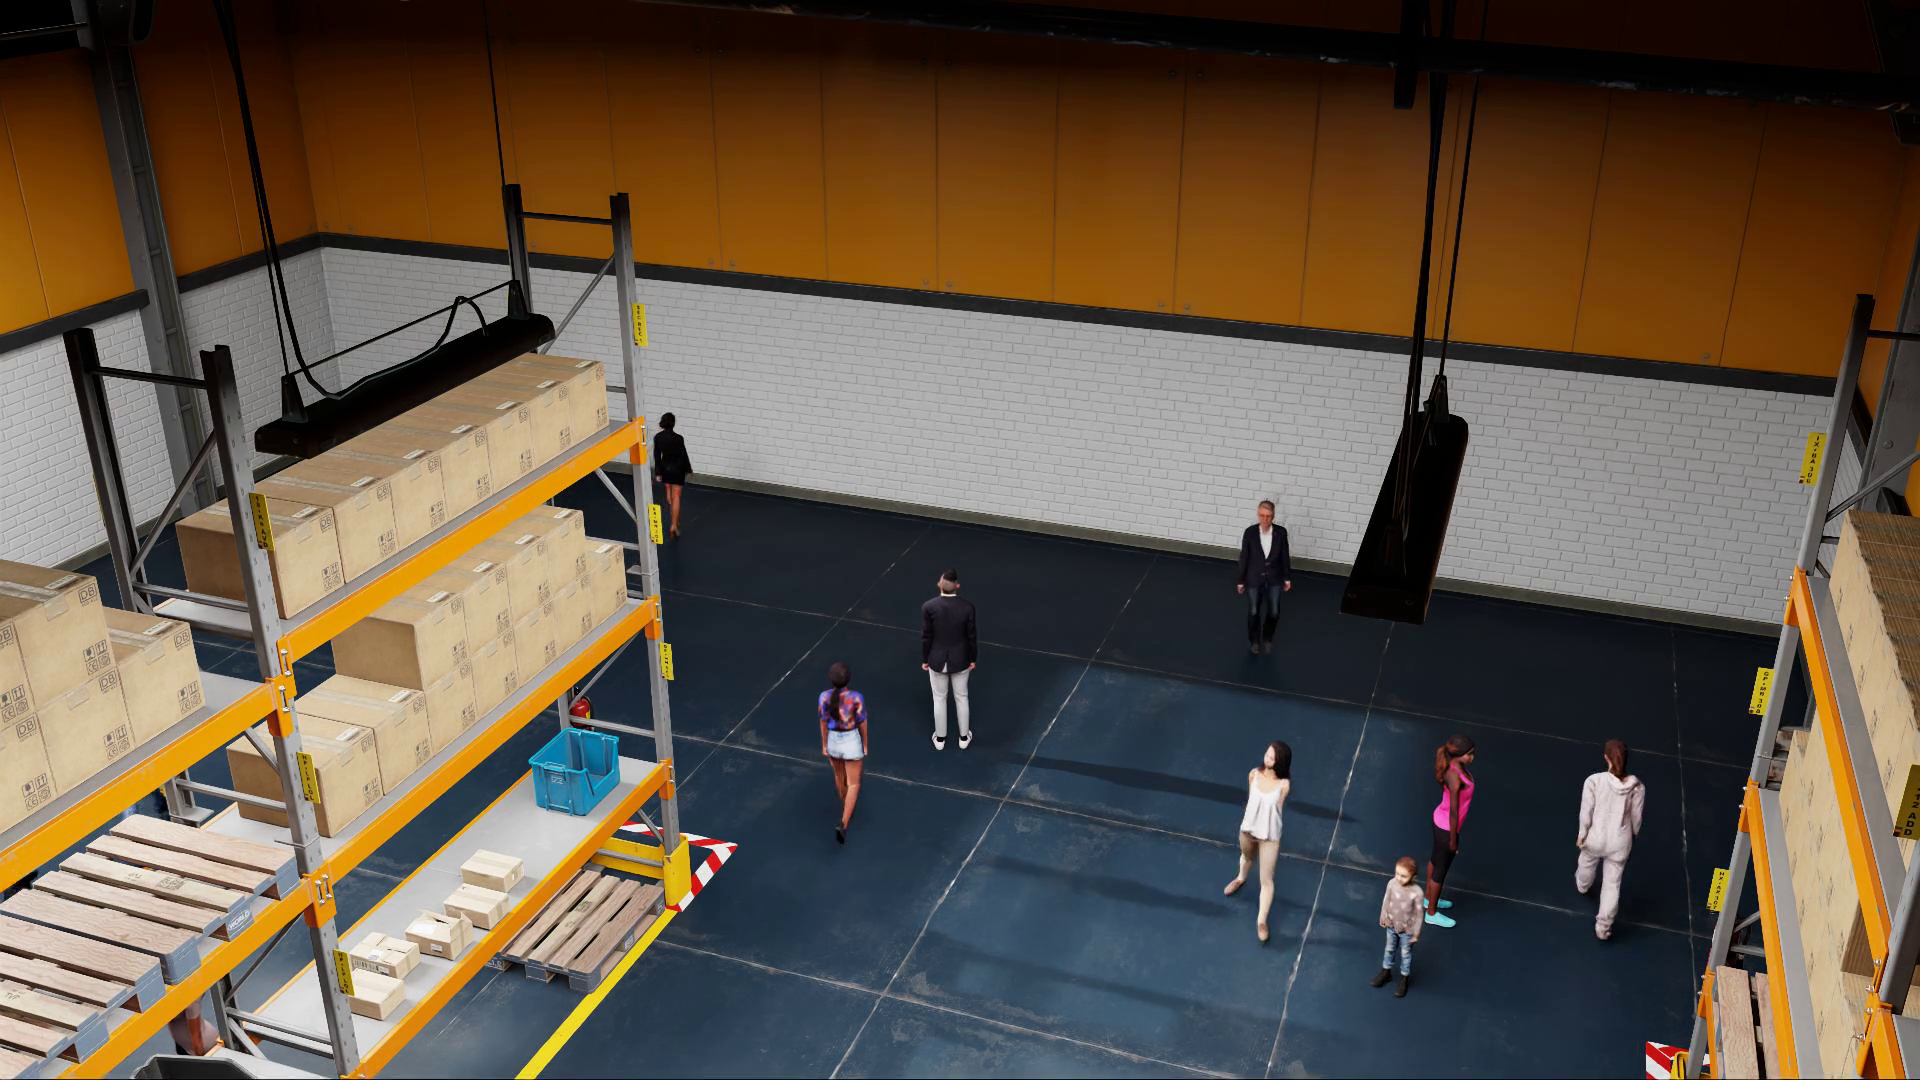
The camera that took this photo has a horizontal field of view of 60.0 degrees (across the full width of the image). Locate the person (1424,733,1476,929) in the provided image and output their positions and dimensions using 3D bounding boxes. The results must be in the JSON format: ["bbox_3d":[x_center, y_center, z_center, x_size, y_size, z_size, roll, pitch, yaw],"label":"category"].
[{"bbox_3d":[4.005,2.357,13.700,0.636,1.725,0.505,6,24,13],"label":"person"}]

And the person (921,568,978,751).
[{"bbox_3d":[-0.104,1.139,16.208,0.775,1.948,0.727,0,24,1],"label":"person"}]

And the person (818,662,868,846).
[{"bbox_3d":[-1.045,1.894,14.764,0.725,1.721,1.096,3,24,8],"label":"person"}]

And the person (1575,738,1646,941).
[{"bbox_3d":[5.276,2.479,13.543,0.714,1.628,1.107,7,25,15],"label":"person"}]

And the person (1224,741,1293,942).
[{"bbox_3d":[2.444,2.450,13.605,0.859,1.631,1.022,11,26,24],"label":"person"}]

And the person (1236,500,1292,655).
[{"bbox_3d":[3.326,0.363,18.158,0.799,1.807,0.715,4,24,9],"label":"person"}]

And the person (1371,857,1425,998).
[{"bbox_3d":[3.439,2.981,12.936,0.549,1.194,0.553,19,30,37],"label":"person"}]

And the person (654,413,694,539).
[{"bbox_3d":[-3.657,-0.795,21.038,0.588,1.623,0.809,7,25,15],"label":"person"}]
